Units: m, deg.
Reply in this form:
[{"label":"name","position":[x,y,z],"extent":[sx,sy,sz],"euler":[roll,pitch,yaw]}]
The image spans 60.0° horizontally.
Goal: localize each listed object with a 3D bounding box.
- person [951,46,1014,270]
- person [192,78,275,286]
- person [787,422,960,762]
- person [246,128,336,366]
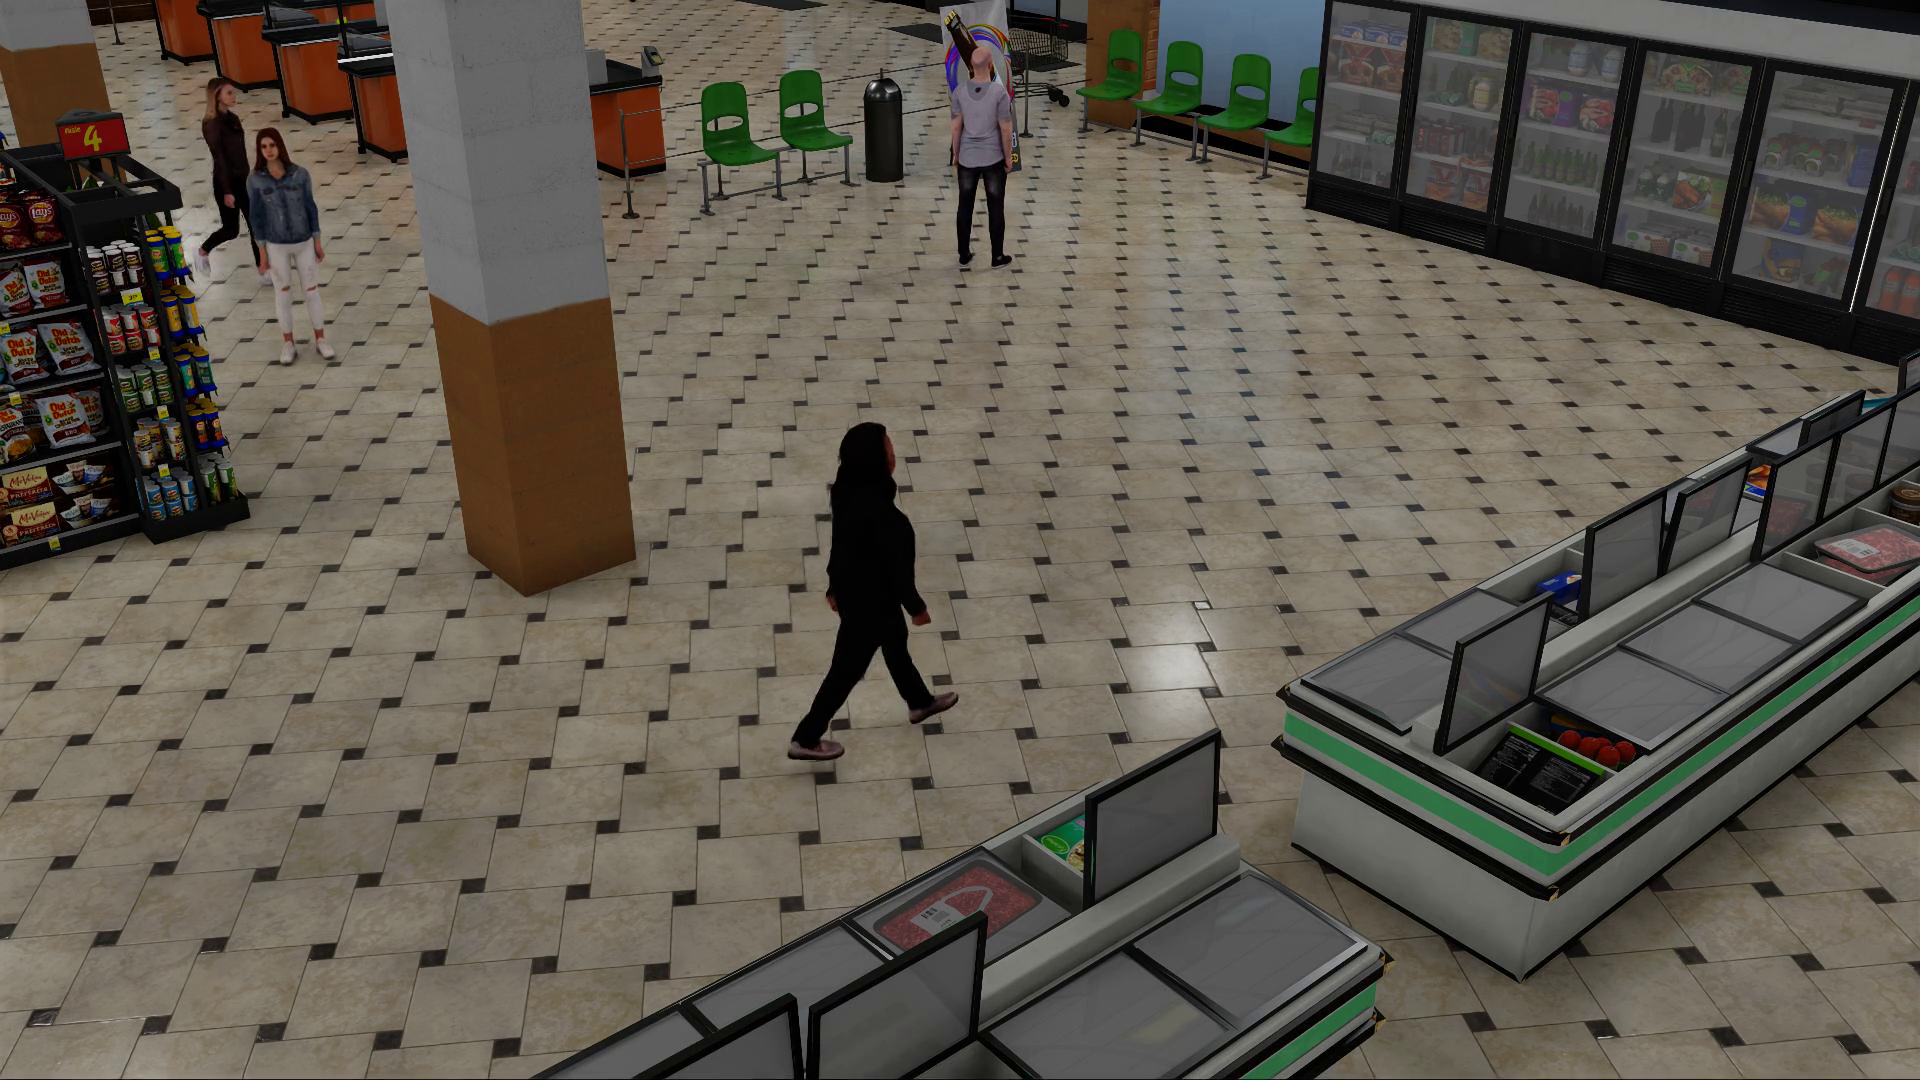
[{"label":"person","position":[0.179,-3.201,13.934],"extent":[0.769,1.837,0.780],"euler":[8,28,15]},{"label":"person","position":[-5.938,-2.856,13.419],"extent":[1.031,1.687,1.017],"euler":[5,27,9]},{"label":"person","position":[-0.481,0.290,7.343],"extent":[1.199,1.571,0.862],"euler":[-11,29,-21]},{"label":"person","position":[-4.816,-2.118,11.949],"extent":[0.538,1.700,0.727],"euler":[-12,29,-22]}]
